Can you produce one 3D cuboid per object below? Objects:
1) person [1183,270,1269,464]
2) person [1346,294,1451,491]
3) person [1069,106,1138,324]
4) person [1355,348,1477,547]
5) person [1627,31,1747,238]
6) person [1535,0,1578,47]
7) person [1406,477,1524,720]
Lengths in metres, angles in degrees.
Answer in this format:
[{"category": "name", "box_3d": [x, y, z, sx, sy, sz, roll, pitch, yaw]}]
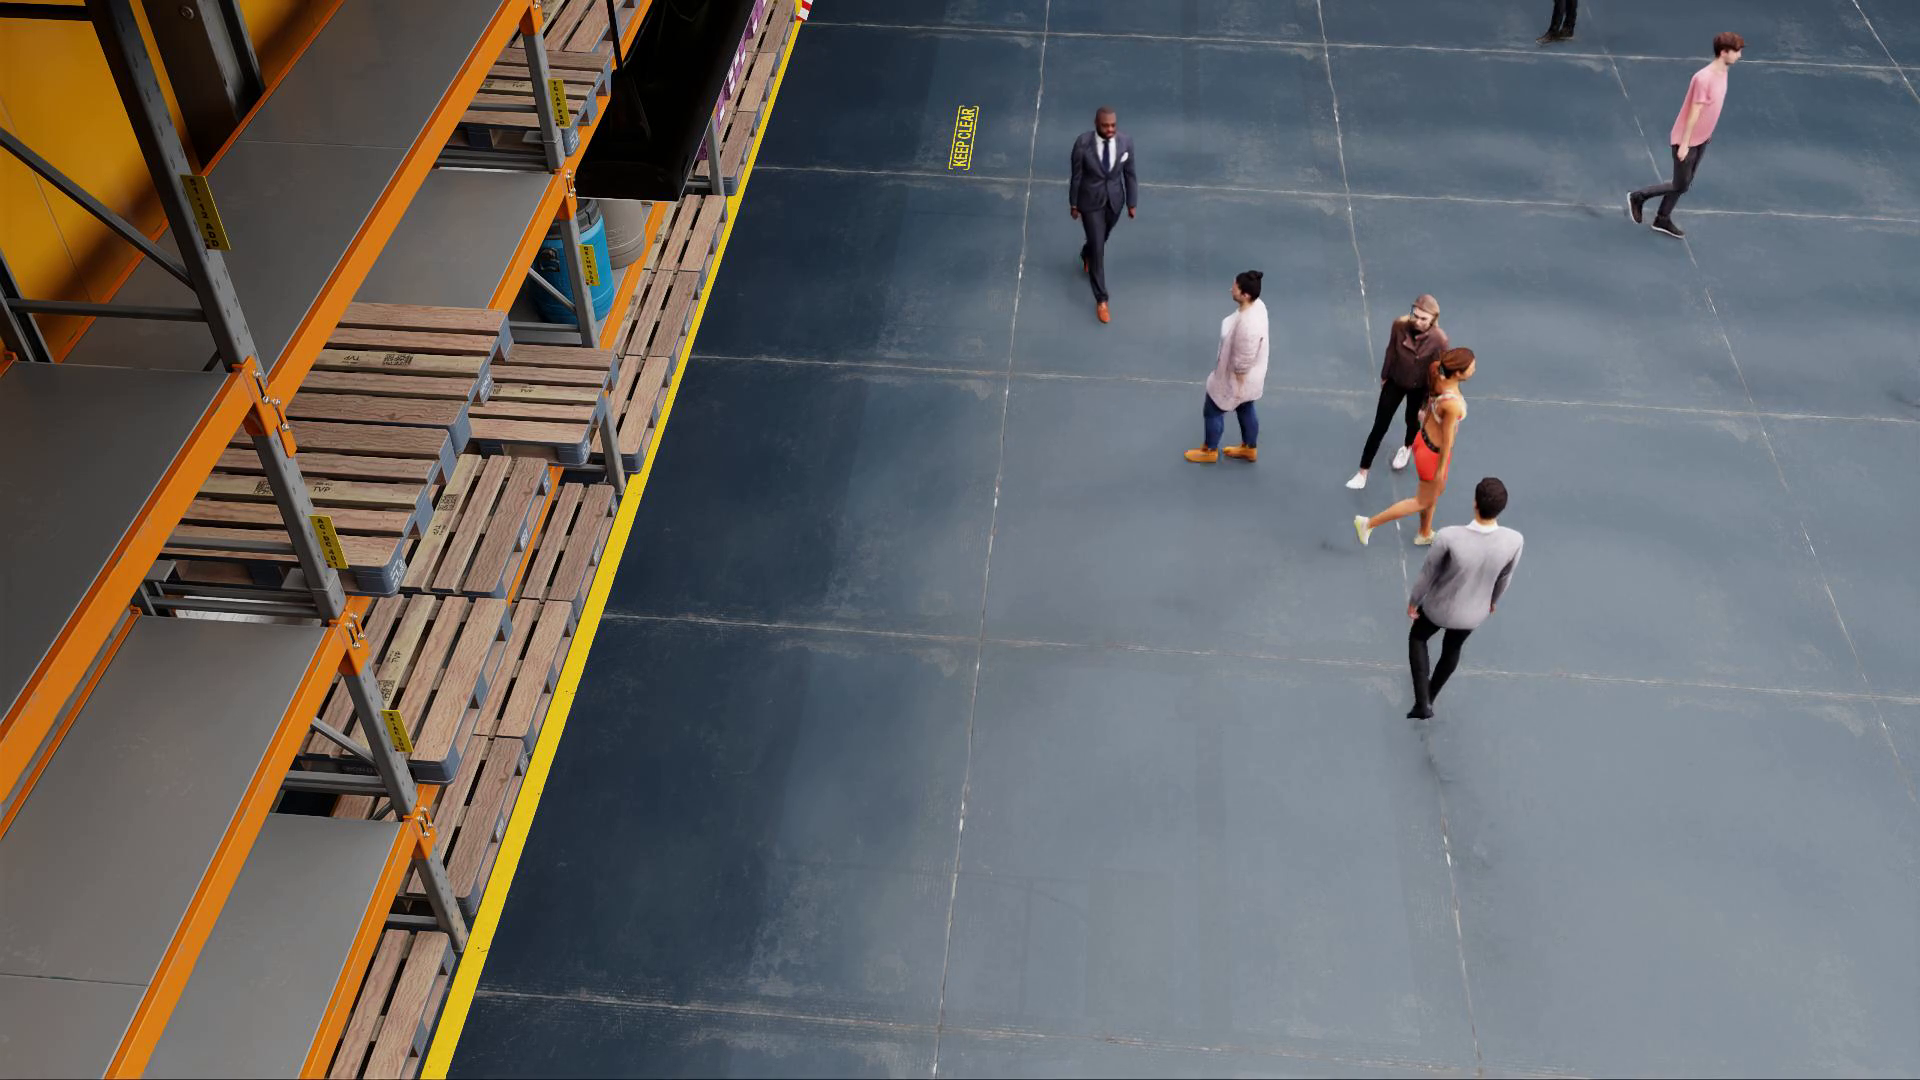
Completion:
[{"category": "person", "box_3d": [2.152, -1.235, 12.291, 0.842, 1.726, 0.792, 13, 45, 13]}, {"category": "person", "box_3d": [3.347, -1.152, 12.251, 0.971, 1.660, 1.162, 26, 50, 25]}, {"category": "person", "box_3d": [1.159, -2.843, 13.929, 0.978, 1.794, 1.310, -10, 45, -10]}, {"category": "person", "box_3d": [3.211, -0.591, 11.582, 0.714, 1.771, 0.953, -2, 44, -2]}, {"category": "person", "box_3d": [6.318, -3.553, 14.566, 0.938, 1.945, 0.891, 33, 53, 30]}, {"category": "person", "box_3d": [6.487, -6.034, 17.292, 0.862, 1.776, 0.795, -10, 45, -10]}, {"category": "person", "box_3d": [3.109, 0.464, 10.376, 0.780, 1.907, 0.867, -1, 44, -1]}]
